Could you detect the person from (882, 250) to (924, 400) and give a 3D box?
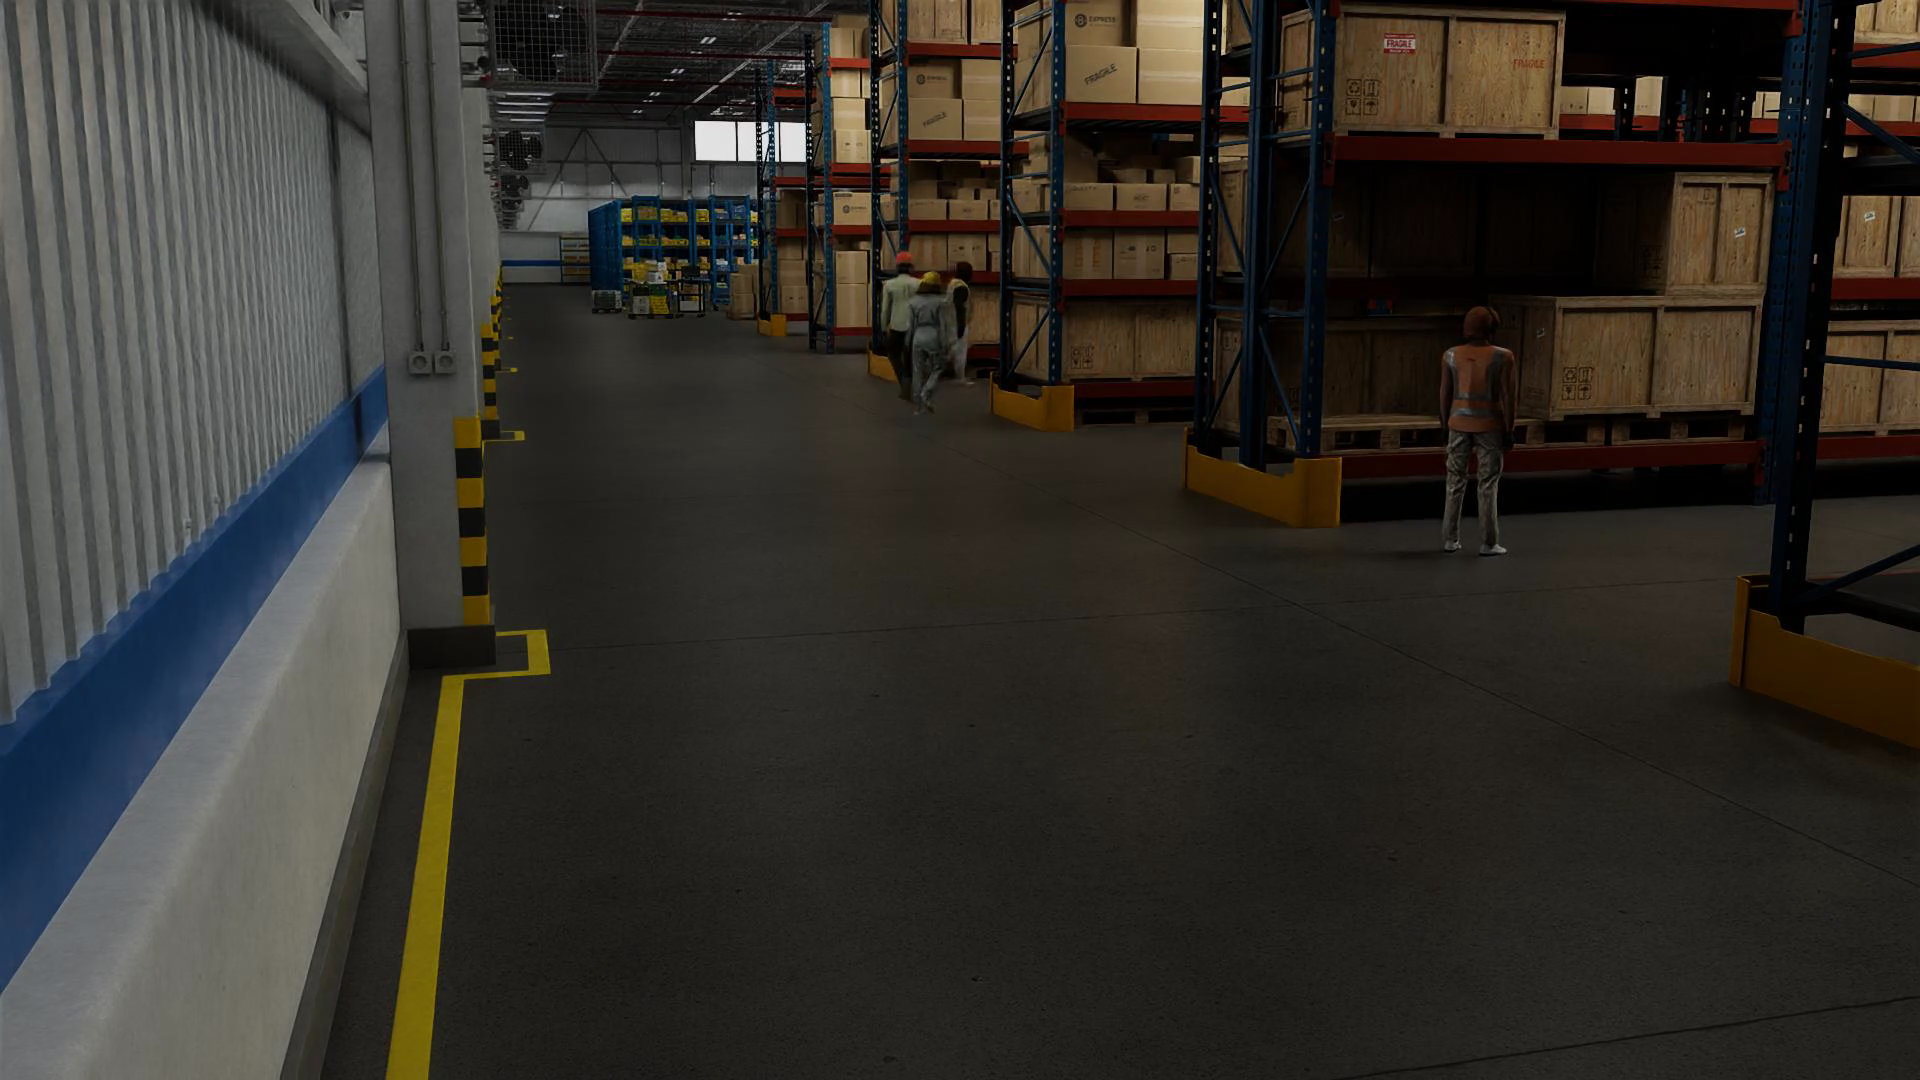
[{"bbox_3d":[-0.710,-2.777,21.667,0.620,1.975,0.693,-3,10,-17],"label":"person"}]

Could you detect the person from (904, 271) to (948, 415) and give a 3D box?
[{"bbox_3d":[-0.410,-2.365,20.032,0.600,1.714,0.448,4,11,21],"label":"person"}]

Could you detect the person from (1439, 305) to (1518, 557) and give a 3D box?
[{"bbox_3d":[3.385,-0.710,10.899,0.514,1.644,0.307,8,13,37],"label":"person"}]

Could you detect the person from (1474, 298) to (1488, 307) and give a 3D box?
[{"bbox_3d":[5.193,-1.808,16.842,0.706,1.727,0.590,1,10,6],"label":"person"}]

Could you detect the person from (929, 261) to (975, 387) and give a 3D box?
[{"bbox_3d":[-0.085,-3.102,23.939,0.576,1.823,0.645,-2,10,-11],"label":"person"}]
